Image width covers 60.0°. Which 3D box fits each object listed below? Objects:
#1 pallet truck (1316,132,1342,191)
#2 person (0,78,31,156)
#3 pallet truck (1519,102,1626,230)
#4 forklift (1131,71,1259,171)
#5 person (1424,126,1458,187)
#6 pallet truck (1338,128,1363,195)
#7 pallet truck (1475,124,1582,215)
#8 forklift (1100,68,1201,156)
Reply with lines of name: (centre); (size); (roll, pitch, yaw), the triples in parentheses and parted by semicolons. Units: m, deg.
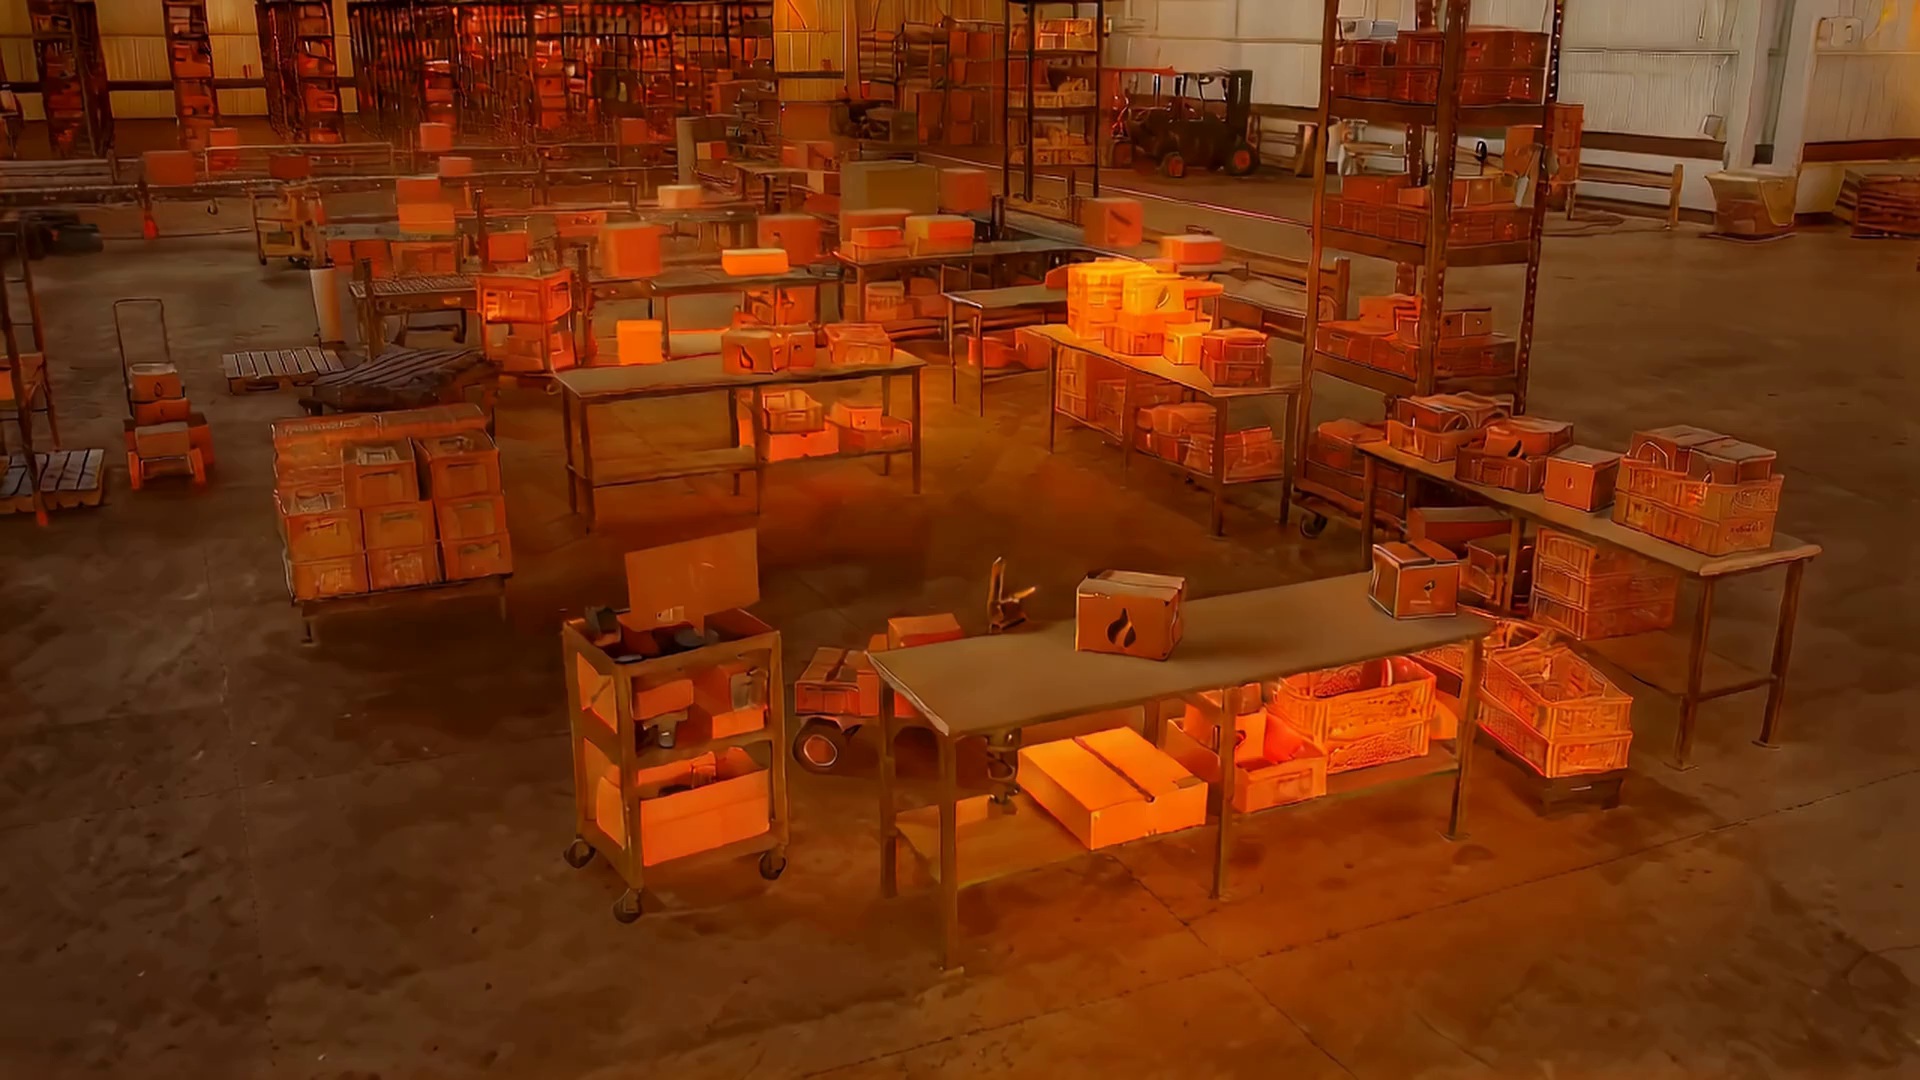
pallet truck: (7.723, -7.504, 32.656); (1.601, 1.201, 0.680); (-8, 19, -23)
person: (-22.988, -10.257, 40.351); (0.600, 1.827, 0.404); (-1, 18, -5)
pallet truck: (9.972, -6.037, 26.785); (1.885, 1.965, 0.823); (-9, 20, -25)
forklift: (4.998, -8.936, 35.413); (2.680, 1.987, 1.157); (-9, 20, -25)
person: (8.211, -6.503, 28.429); (0.677, 1.886, 0.432); (-4, 18, -11)
pallet truck: (7.845, -7.140, 31.411); (1.522, 1.261, 0.704); (-9, 20, -25)
pallet truck: (9.707, -6.455, 28.103); (1.885, 1.965, 0.823); (-7, 19, -20)
forklift: (4.082, -9.564, 37.410); (2.680, 1.987, 1.157); (-8, 19, -23)
